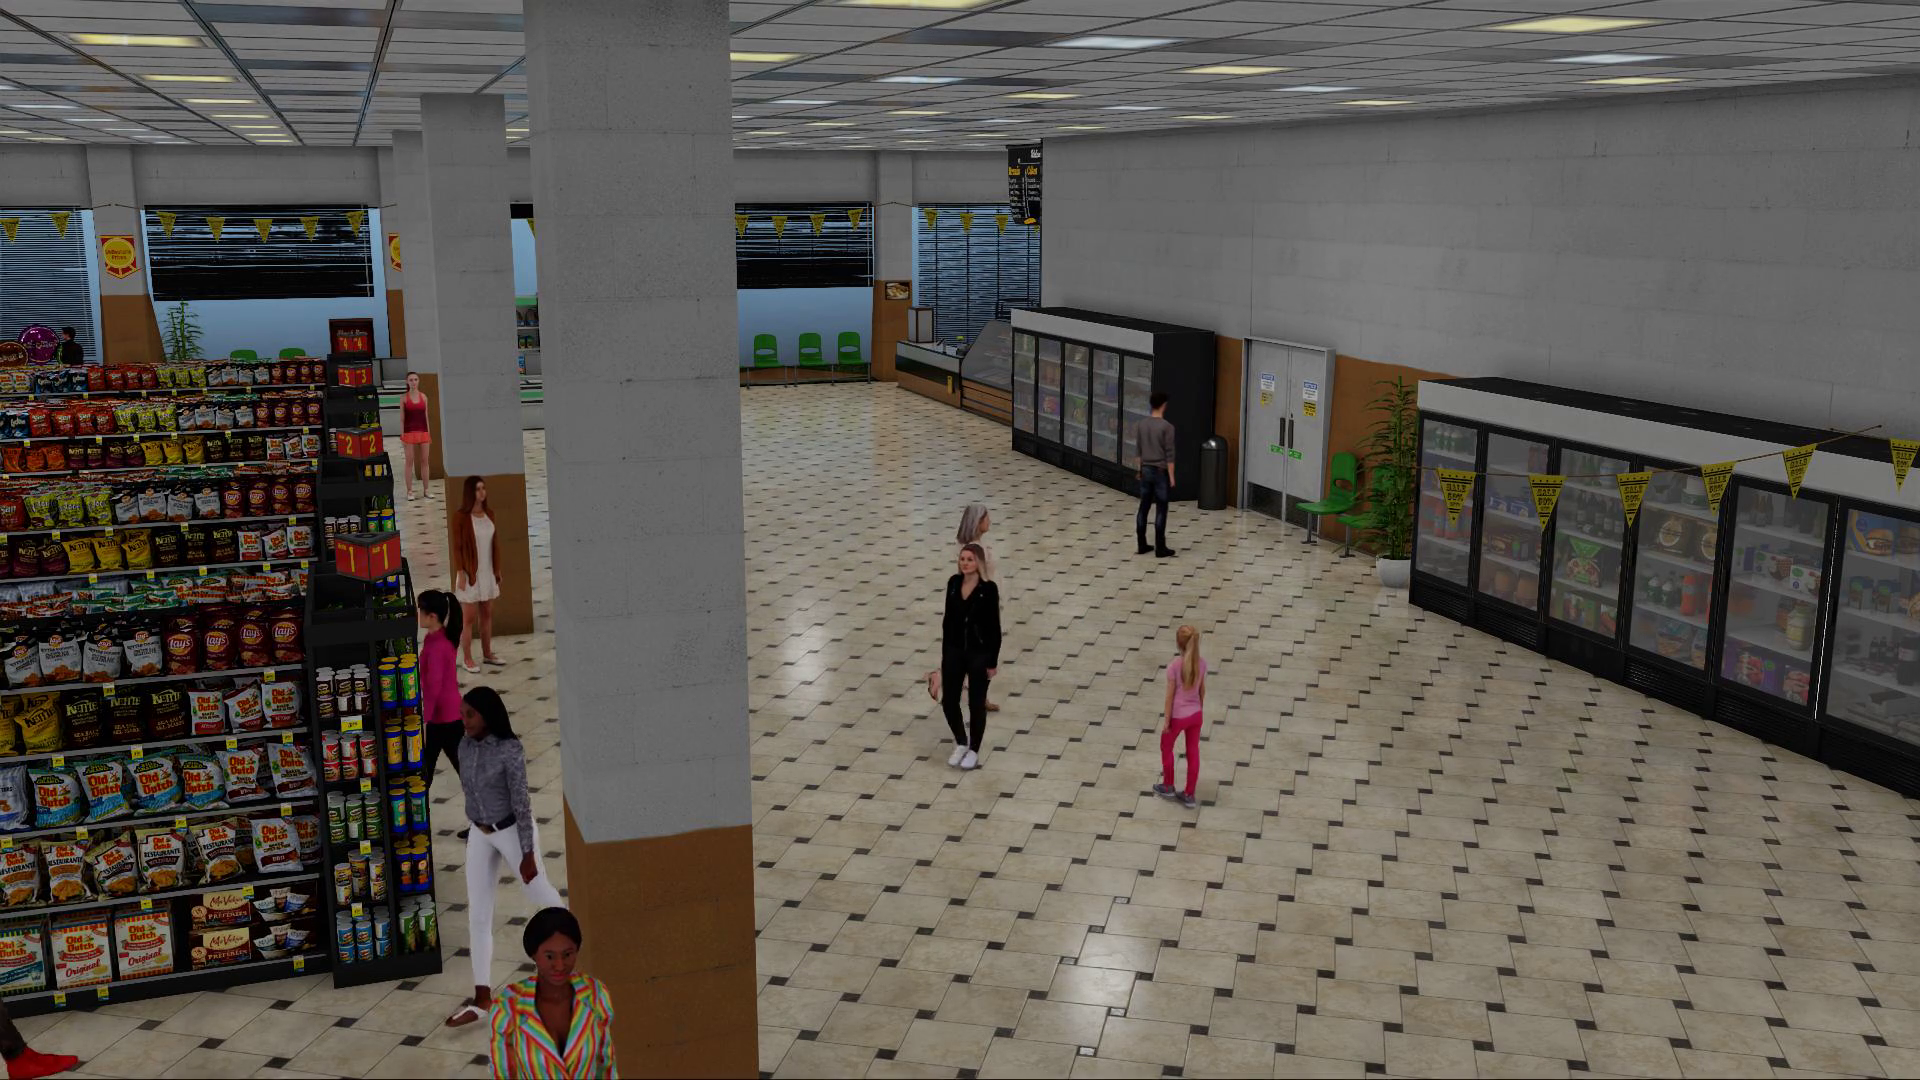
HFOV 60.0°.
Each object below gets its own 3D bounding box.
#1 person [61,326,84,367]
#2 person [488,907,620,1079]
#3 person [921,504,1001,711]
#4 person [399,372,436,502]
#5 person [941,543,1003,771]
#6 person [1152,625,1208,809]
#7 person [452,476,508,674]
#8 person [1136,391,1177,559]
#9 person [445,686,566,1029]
[{"bbox_3d":[-15.516,-2.827,29.163,0.612,1.840,0.733,-2,12,-11],"label":"person"},{"bbox_3d":[-1.453,2.113,5.858,0.678,1.777,0.731,-7,14,-32],"label":"person"},{"bbox_3d":[0.046,0.580,13.273,0.886,1.721,0.582,-4,13,-20],"label":"person"},{"bbox_3d":[-7.454,-1.439,22.780,0.582,1.754,0.688,-9,15,-36],"label":"person"},{"bbox_3d":[0.111,0.834,12.166,0.700,1.680,0.770,5,13,22],"label":"person"},{"bbox_3d":[1.567,1.214,11.374,0.555,1.262,0.572,-5,13,-22],"label":"person"},{"bbox_3d":[-4.270,0.283,14.676,0.766,1.724,0.680,8,14,34],"label":"person"},{"bbox_3d":[2.254,-0.766,19.229,0.772,1.901,0.748,10,15,39],"label":"person"},{"bbox_3d":[-2.314,1.580,8.641,1.193,1.673,1.281,5,13,24],"label":"person"}]
